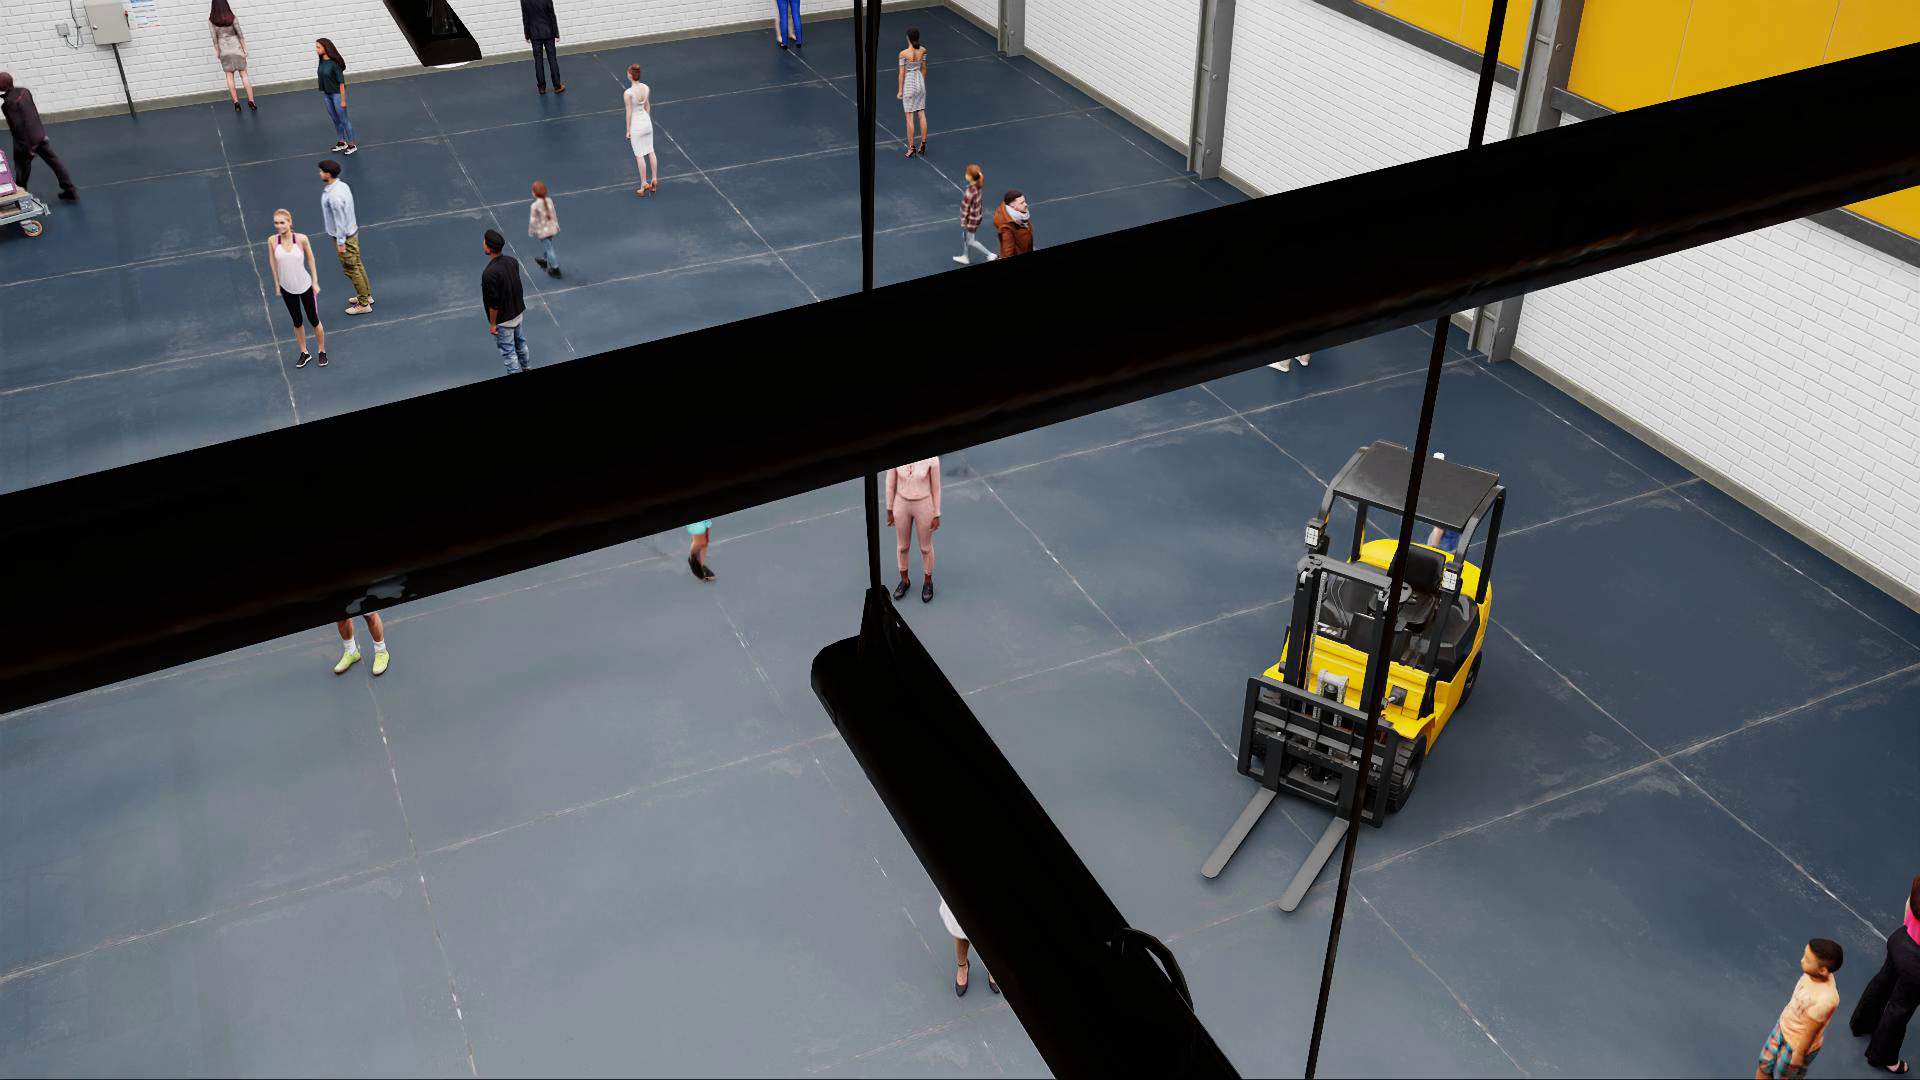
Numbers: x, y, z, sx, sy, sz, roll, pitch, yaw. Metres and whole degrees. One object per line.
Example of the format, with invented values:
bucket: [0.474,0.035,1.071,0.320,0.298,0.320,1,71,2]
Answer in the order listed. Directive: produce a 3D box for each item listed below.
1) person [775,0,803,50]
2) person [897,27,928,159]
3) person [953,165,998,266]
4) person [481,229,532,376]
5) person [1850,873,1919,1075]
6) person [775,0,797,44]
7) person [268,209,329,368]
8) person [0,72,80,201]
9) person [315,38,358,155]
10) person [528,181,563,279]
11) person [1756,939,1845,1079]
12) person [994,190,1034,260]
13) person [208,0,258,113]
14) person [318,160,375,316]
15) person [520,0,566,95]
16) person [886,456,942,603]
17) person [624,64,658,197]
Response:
person: [-2.827,-8.971,27.402,0.652,1.701,0.584,-10,35,-15]
person: [-0.638,-6.248,23.195,0.622,1.822,0.569,-20,38,-27]
person: [0.195,-3.890,20.129,0.897,1.289,0.836,12,35,18]
person: [-4.742,-2.383,17.389,0.838,1.813,0.776,11,35,16]
person: [5.816,2.541,10.120,0.724,1.659,0.623,4,34,6]
person: [-2.951,-9.170,27.703,0.689,1.699,0.675,-28,43,-35]
person: [-7.137,-2.726,17.929,0.669,1.787,0.631,-3,34,-5]
person: [-12.033,-5.227,21.708,1.200,1.768,1.283,4,34,7]
person: [-8.793,-6.257,23.395,0.690,1.616,0.772,20,38,27]
person: [-4.933,-3.702,19.949,0.824,1.176,0.693,23,40,31]
person: [4.989,2.917,9.746,0.858,1.446,0.880,4,34,6]
person: [0.588,-2.956,18.226,0.908,1.839,0.825,4,34,5]
person: [-10.856,-7.257,24.784,0.628,1.744,0.557,-9,35,-13]
person: [-7.035,-3.477,19.037,0.799,1.810,0.611,-5,34,-7]
person: [-6.406,-7.747,25.471,0.762,1.800,0.721,-2,34,-3]
person: [-0.390,-0.249,14.261,0.704,1.721,0.722,6,34,8]
person: [-4.216,-5.425,21.984,0.613,1.793,0.630,24,41,32]
